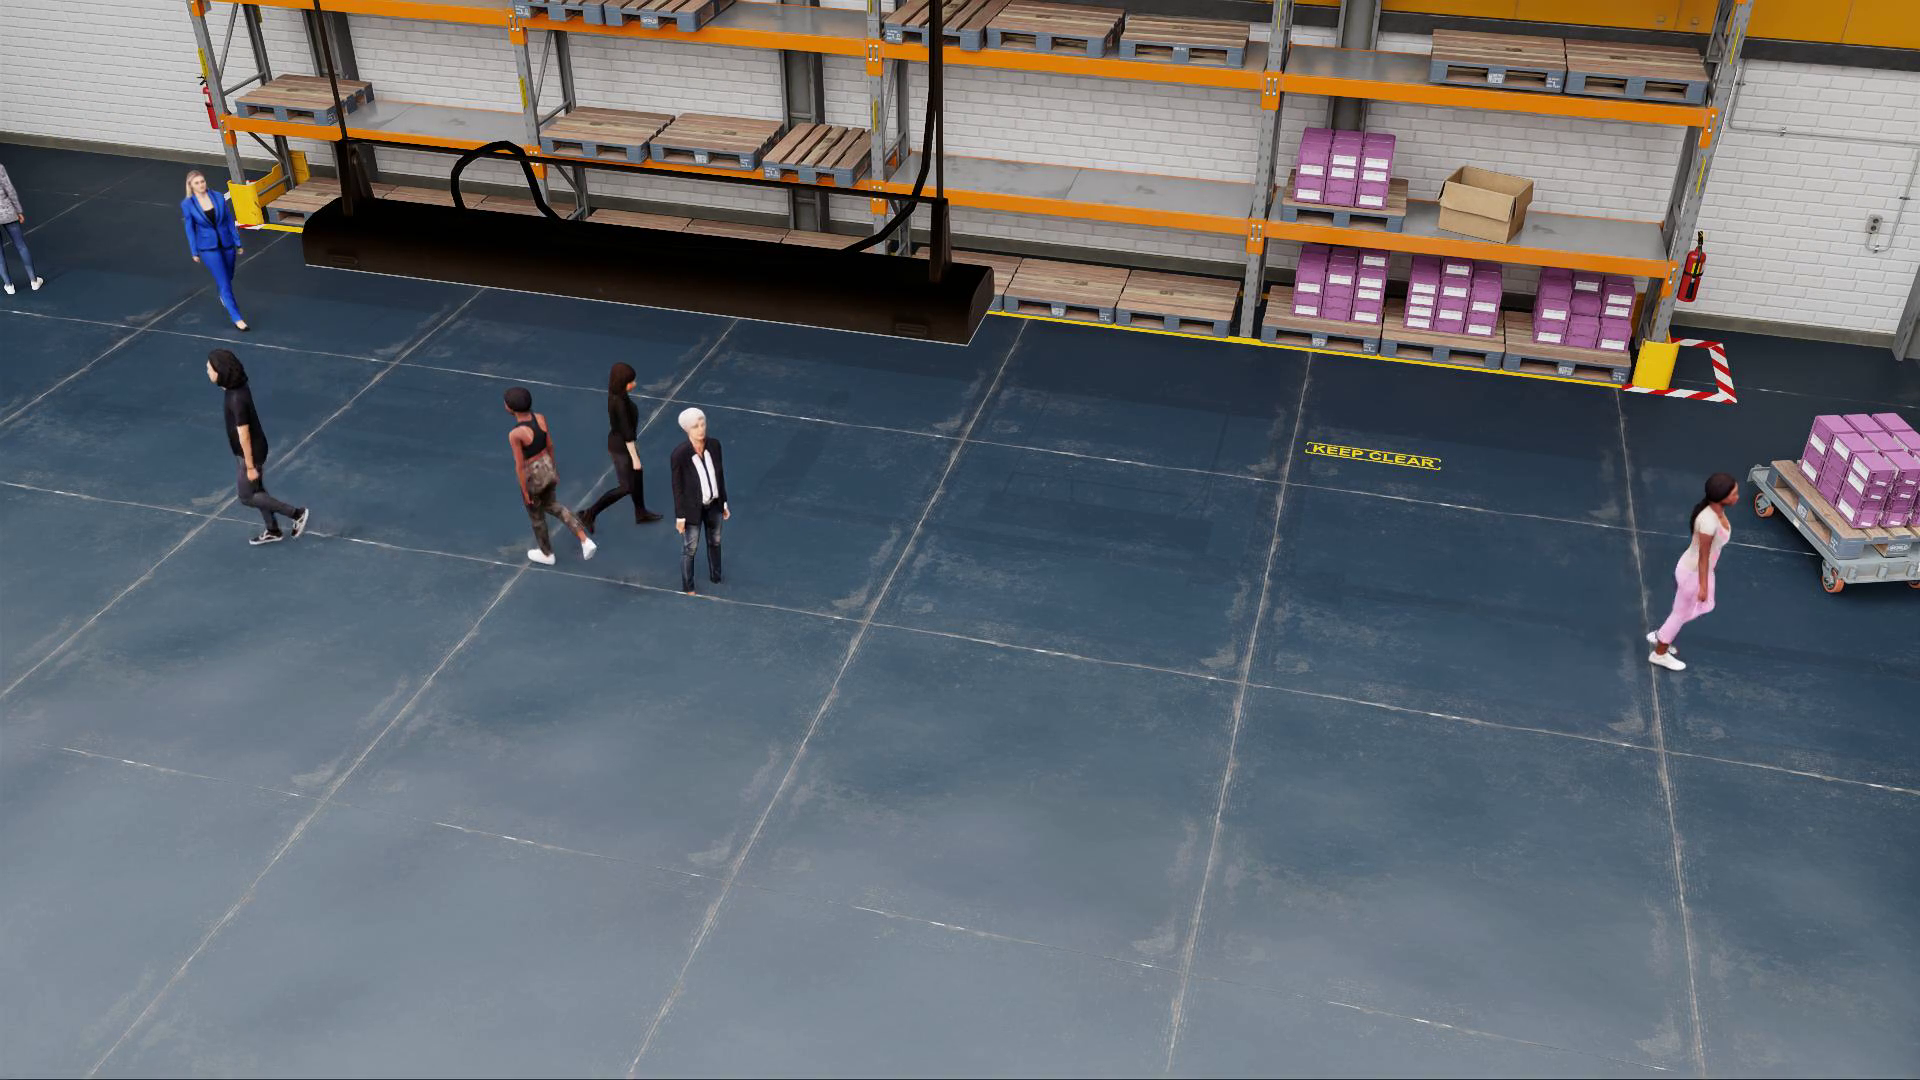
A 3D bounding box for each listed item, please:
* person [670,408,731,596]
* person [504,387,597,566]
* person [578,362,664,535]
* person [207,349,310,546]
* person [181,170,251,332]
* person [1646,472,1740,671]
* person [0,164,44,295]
[{"bbox_3d":[-2.085,-0.234,13.238,0.828,1.784,0.776,-23,40,-31],"label":"person"},{"bbox_3d":[-3.324,-0.449,13.404,0.969,1.674,0.703,17,37,23],"label":"person"},{"bbox_3d":[-2.883,-0.735,13.884,1.030,1.619,0.857,-10,35,-15],"label":"person"},{"bbox_3d":[-5.780,-0.757,13.732,0.912,1.823,0.845,-13,36,-18],"label":"person"},{"bbox_3d":[-7.778,-3.053,17.324,1.014,1.672,1.206,-28,43,-36],"label":"person"},{"bbox_3d":[5.358,0.222,12.344,0.689,1.730,0.665,15,36,21],"label":"person"},{"bbox_3d":[-10.393,-3.512,17.959,0.671,1.733,0.746,-15,37,-22],"label":"person"}]
